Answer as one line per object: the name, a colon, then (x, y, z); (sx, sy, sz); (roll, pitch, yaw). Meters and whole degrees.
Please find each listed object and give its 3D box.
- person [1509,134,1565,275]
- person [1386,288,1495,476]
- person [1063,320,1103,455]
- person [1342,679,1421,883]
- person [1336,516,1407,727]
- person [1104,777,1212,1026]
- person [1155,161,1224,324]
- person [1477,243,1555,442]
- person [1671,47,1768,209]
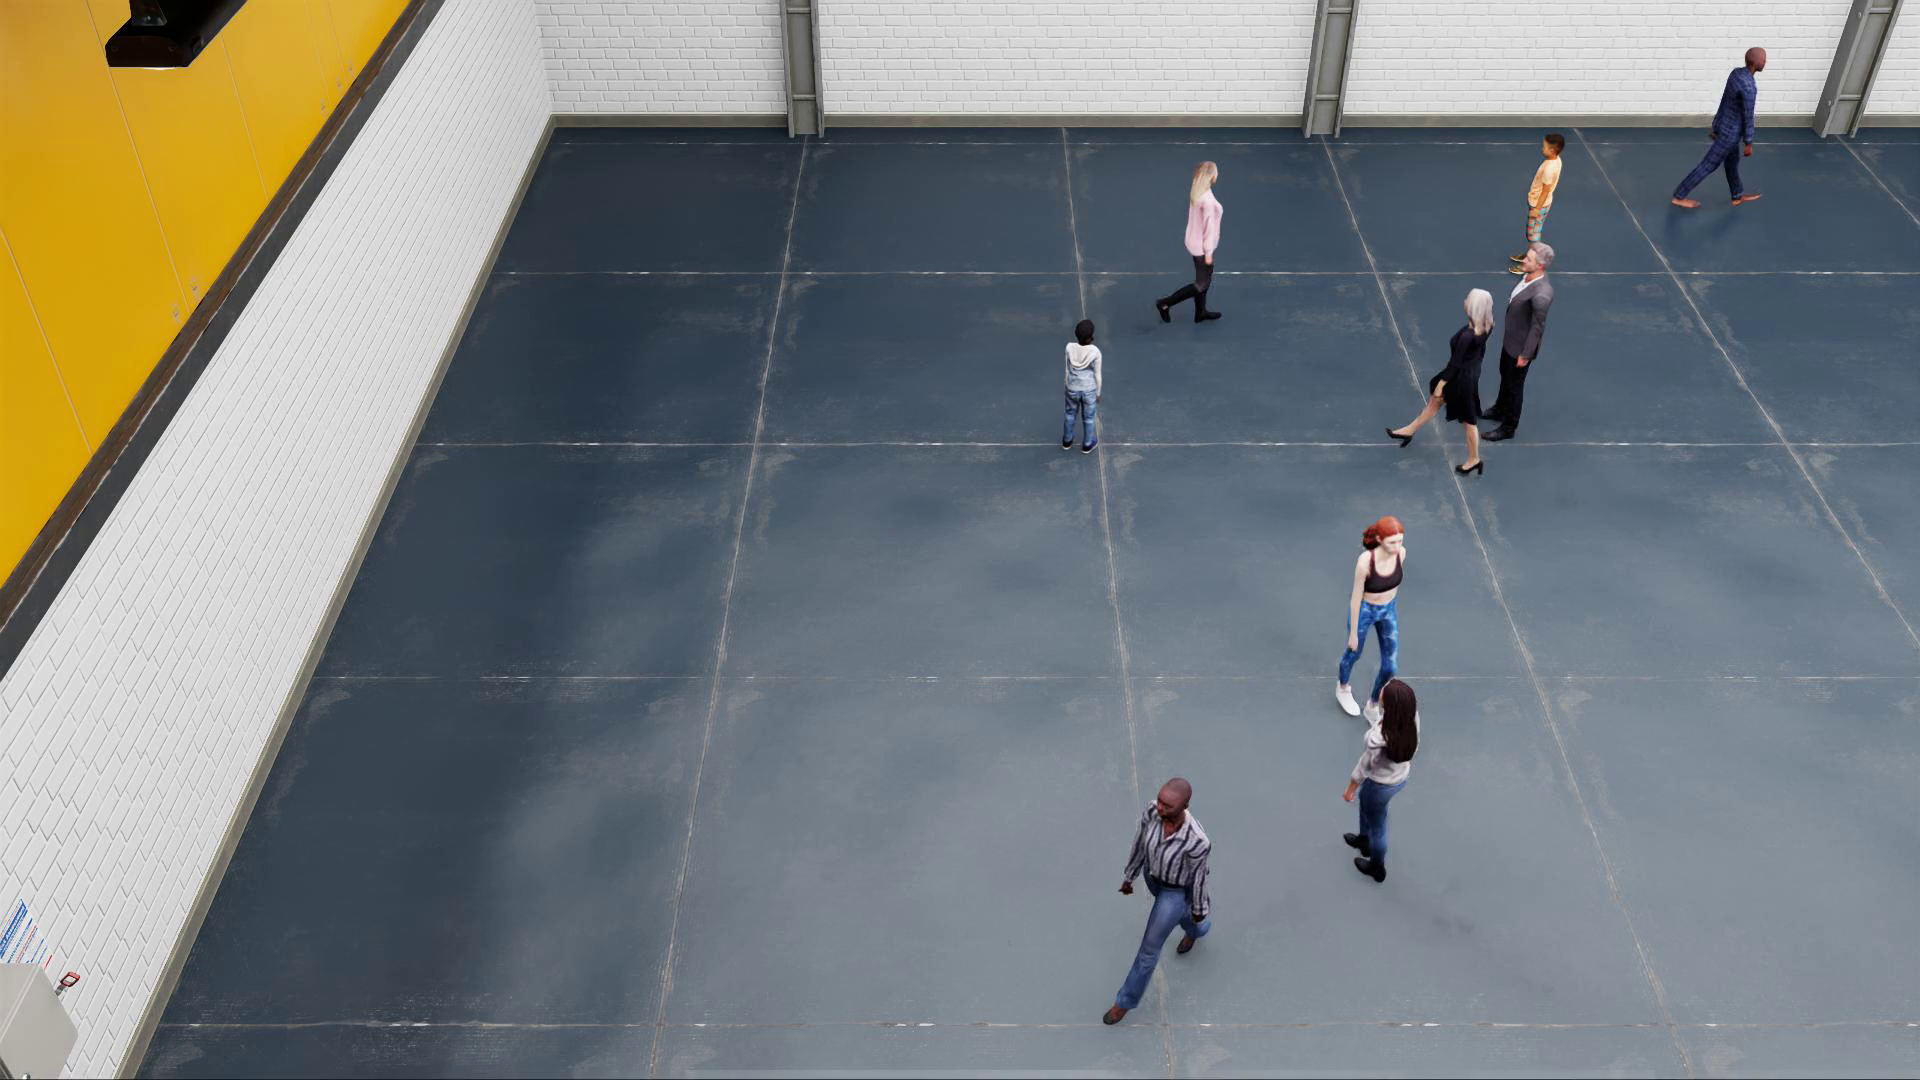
person: (5.756, -3.345, 16.483); (0.587, 1.462, 0.581); (13, 40, 16)
person: (4.199, -1.244, 13.655); (1.182, 1.708, 1.003); (23, 44, 26)
person: (1.027, -1.305, 14.092); (0.505, 1.259, 0.594); (12, 40, 15)
person: (2.677, 1.534, 10.246); (0.749, 1.621, 0.813); (-30, 47, -32)
person: (2.770, 0.505, 11.417); (0.813, 1.768, 0.799); (-13, 41, -16)
person: (1.259, 1.970, 9.604); (1.248, 1.743, 1.135); (-27, 46, -30)
person: (2.187, -2.738, 15.552); (0.945, 1.675, 0.680); (-5, 39, -7)
person: (4.756, -1.703, 14.123); (0.612, 1.842, 0.725); (3, 39, 3)
person: (7.956, -4.257, 17.383); (1.180, 1.765, 0.745); (3, 39, 4)
